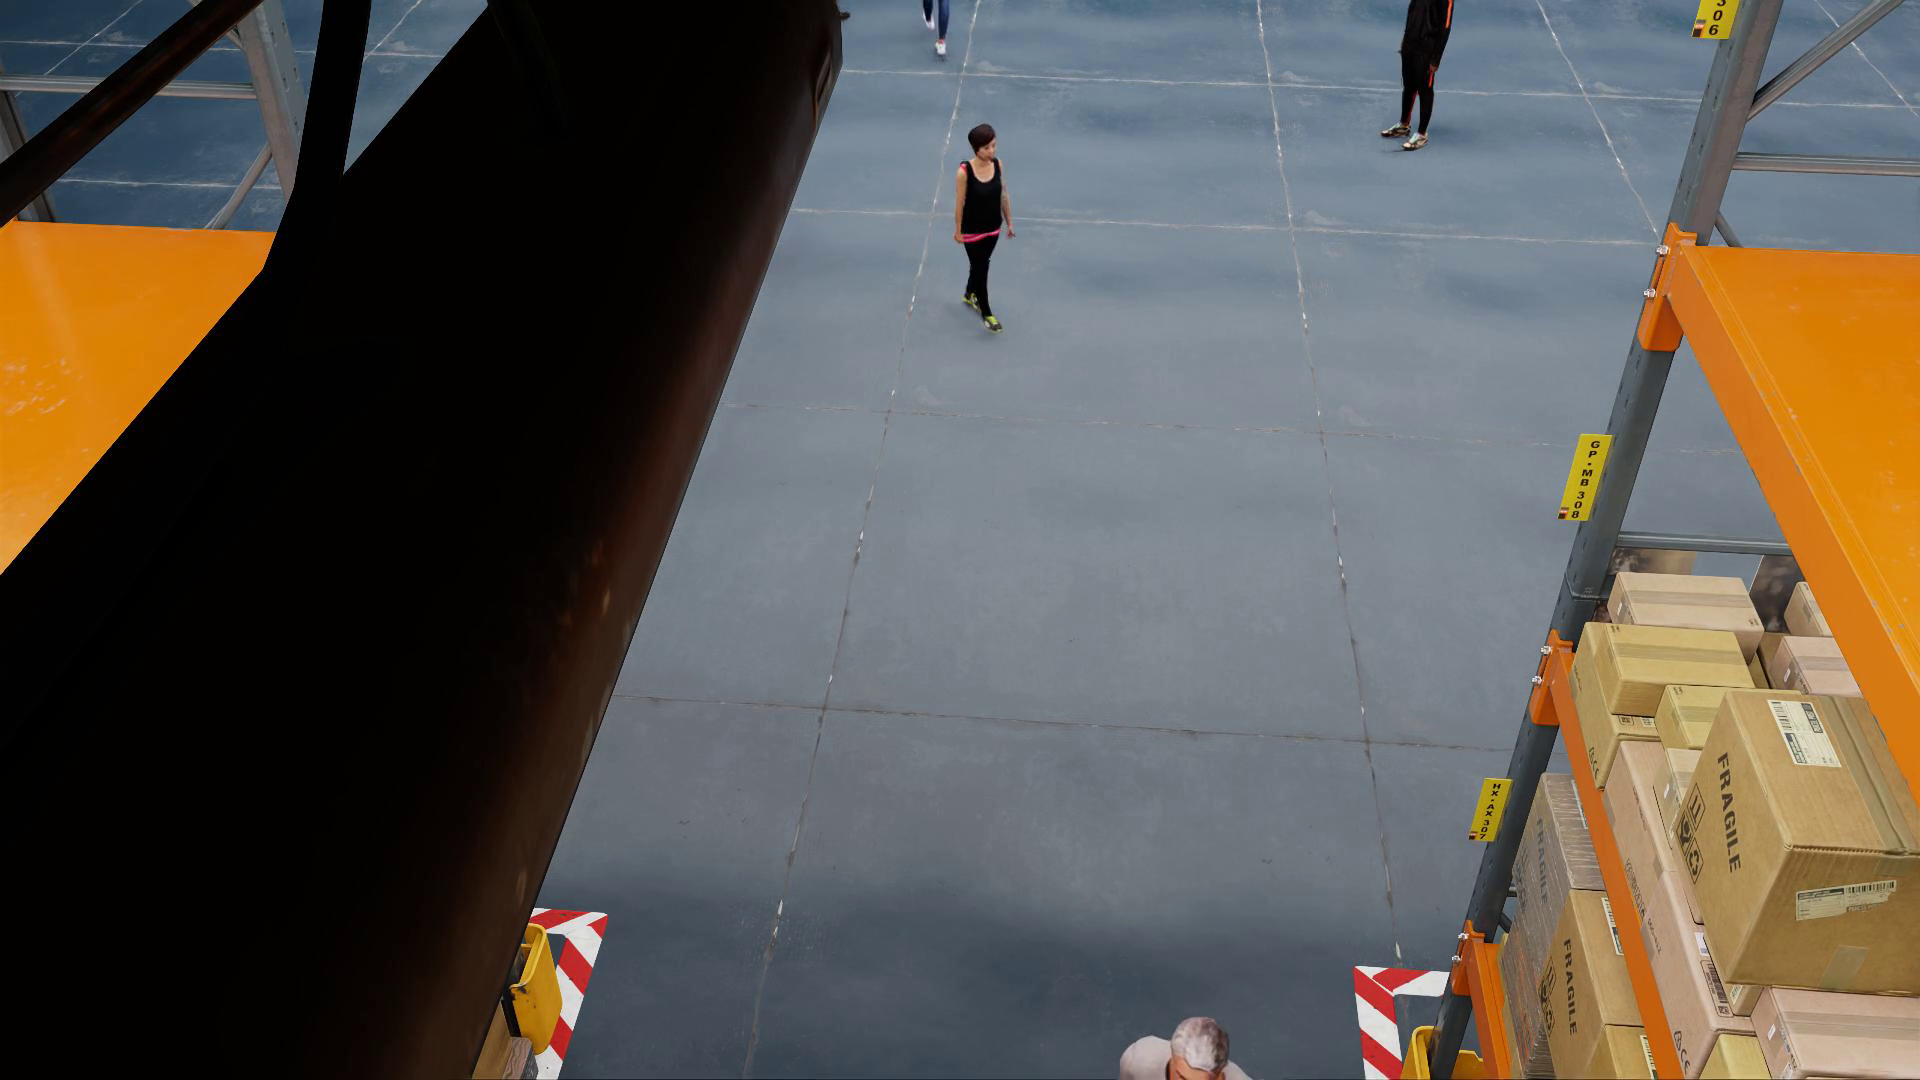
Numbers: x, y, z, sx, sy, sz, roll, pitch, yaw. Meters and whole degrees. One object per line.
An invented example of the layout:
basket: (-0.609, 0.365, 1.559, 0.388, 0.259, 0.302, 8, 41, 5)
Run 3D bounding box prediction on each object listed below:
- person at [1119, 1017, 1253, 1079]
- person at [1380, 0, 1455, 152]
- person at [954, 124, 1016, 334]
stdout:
person: (0.839, 2.273, 6.072, 0.956, 1.874, 1.160, 15, 40, 18)
person: (4.069, -4.336, 14.574, 0.771, 1.807, 0.654, -17, 41, -21)
person: (0.111, -2.361, 12.274, 0.872, 1.530, 0.961, -24, 44, -28)
